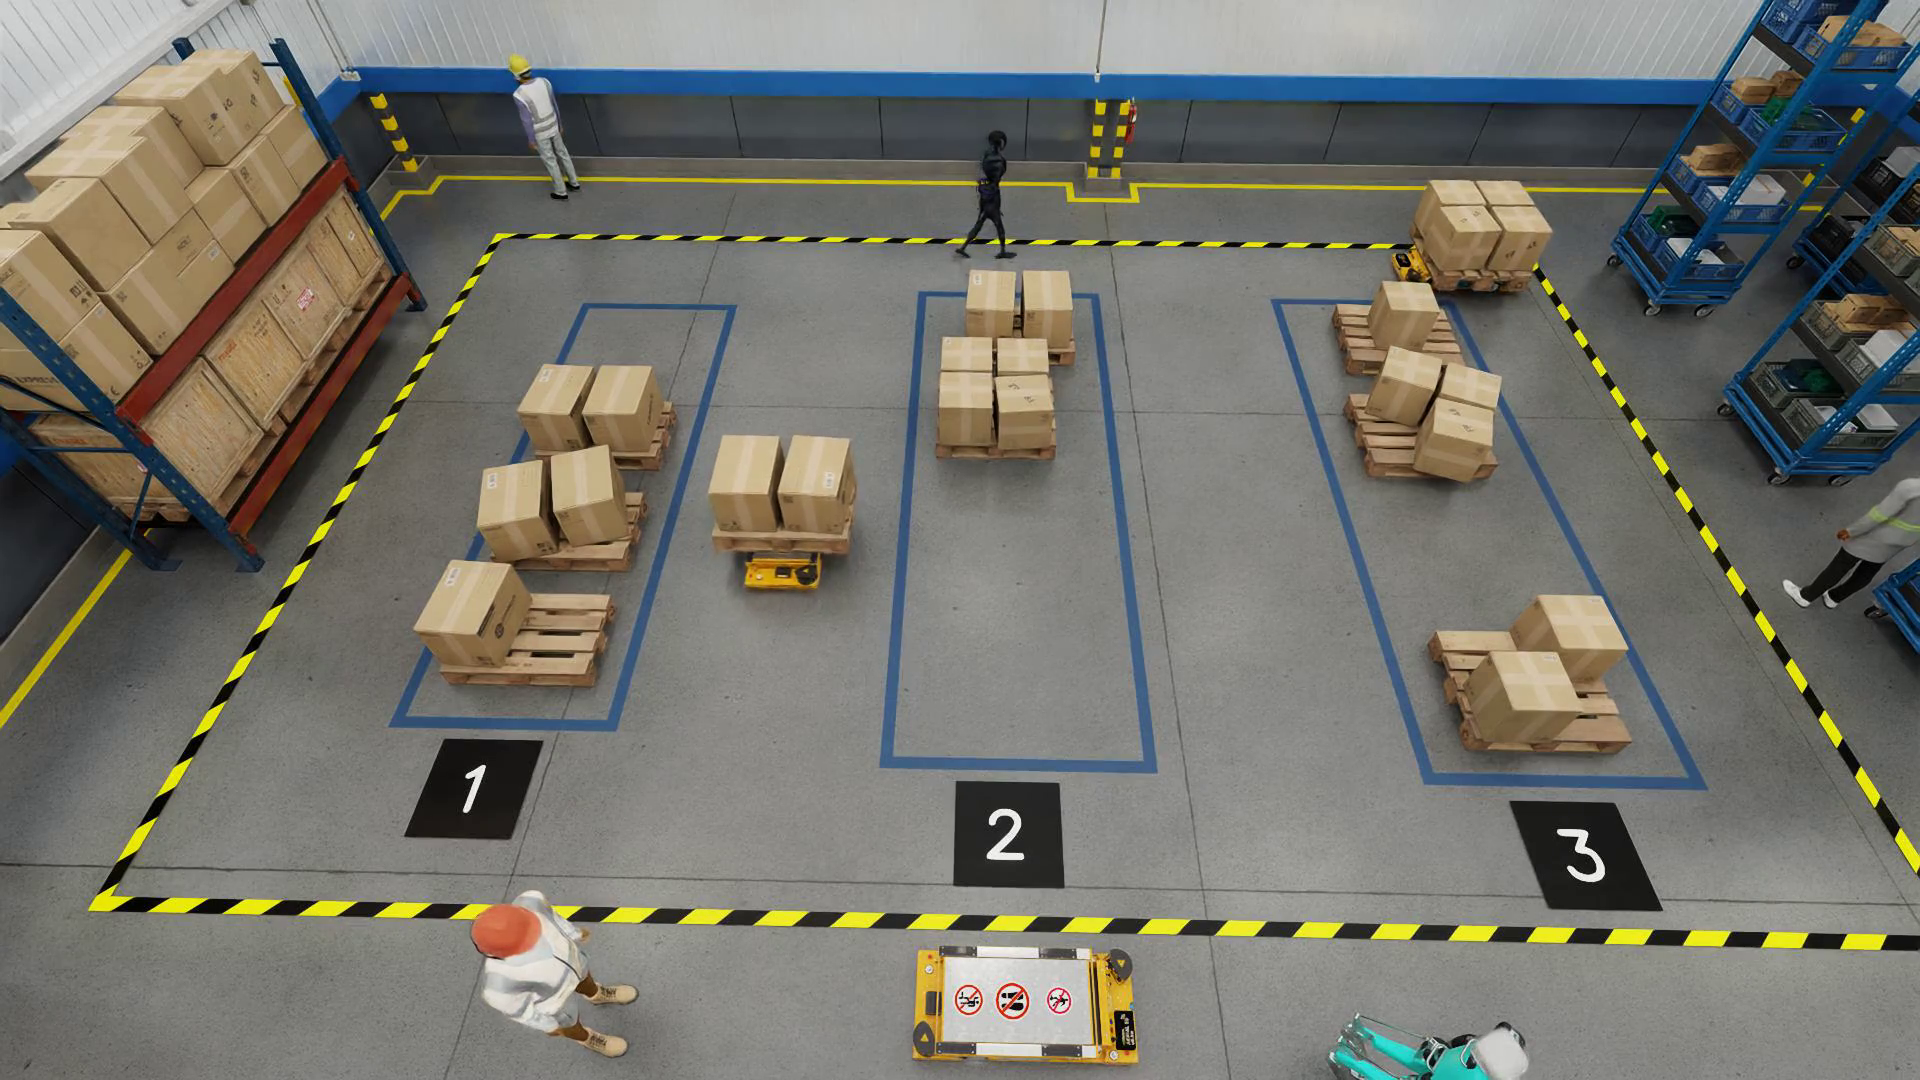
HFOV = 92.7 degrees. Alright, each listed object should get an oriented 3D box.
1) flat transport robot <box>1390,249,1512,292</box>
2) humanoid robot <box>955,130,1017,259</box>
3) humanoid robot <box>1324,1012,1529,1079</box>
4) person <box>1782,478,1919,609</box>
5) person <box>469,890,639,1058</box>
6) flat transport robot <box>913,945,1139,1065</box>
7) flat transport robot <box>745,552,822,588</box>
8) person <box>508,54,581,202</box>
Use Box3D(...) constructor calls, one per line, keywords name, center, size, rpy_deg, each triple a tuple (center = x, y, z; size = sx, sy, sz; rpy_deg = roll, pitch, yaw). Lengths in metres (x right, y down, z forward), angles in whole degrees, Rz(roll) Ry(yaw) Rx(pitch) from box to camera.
Box3D(name="flat transport robot", center=(6.082, -3.311, 11.167), size=(1.431, 0.197, 0.652), rpy_deg=(1, 51, 1))
Box3D(name="humanoid robot", center=(0.312, -4.080, 10.942), size=(0.761, 1.648, 0.589), rpy_deg=(-7, 51, -5))
Box3D(name="humanoid robot", center=(2.450, 2.867, 5.118), size=(0.533, 1.672, 0.735), rpy_deg=(-36, 59, -26))
Box3D(name="person", center=(7.606, -0.085, 7.537), size=(0.589, 1.847, 0.407), rpy_deg=(6, 51, 5))
Box3D(name="person", center=(-2.313, 2.516, 5.291), size=(0.380, 2.045, 0.604), rpy_deg=(1, 51, 1))
Box3D(name="flat transport robot", center=(0.422, 3.041, 6.007), size=(1.431, 0.231, 0.659), rpy_deg=(1, 51, 1))
Box3D(name="flat transport robot", center=(-1.586, -0.175, 8.610), size=(0.652, 0.197, 1.431), rpy_deg=(1, 51, 1))
Box3D(name="person", center=(-5.357, -5.274, 11.777), size=(0.404, 1.827, 0.598), rpy_deg=(21, 54, 16))
